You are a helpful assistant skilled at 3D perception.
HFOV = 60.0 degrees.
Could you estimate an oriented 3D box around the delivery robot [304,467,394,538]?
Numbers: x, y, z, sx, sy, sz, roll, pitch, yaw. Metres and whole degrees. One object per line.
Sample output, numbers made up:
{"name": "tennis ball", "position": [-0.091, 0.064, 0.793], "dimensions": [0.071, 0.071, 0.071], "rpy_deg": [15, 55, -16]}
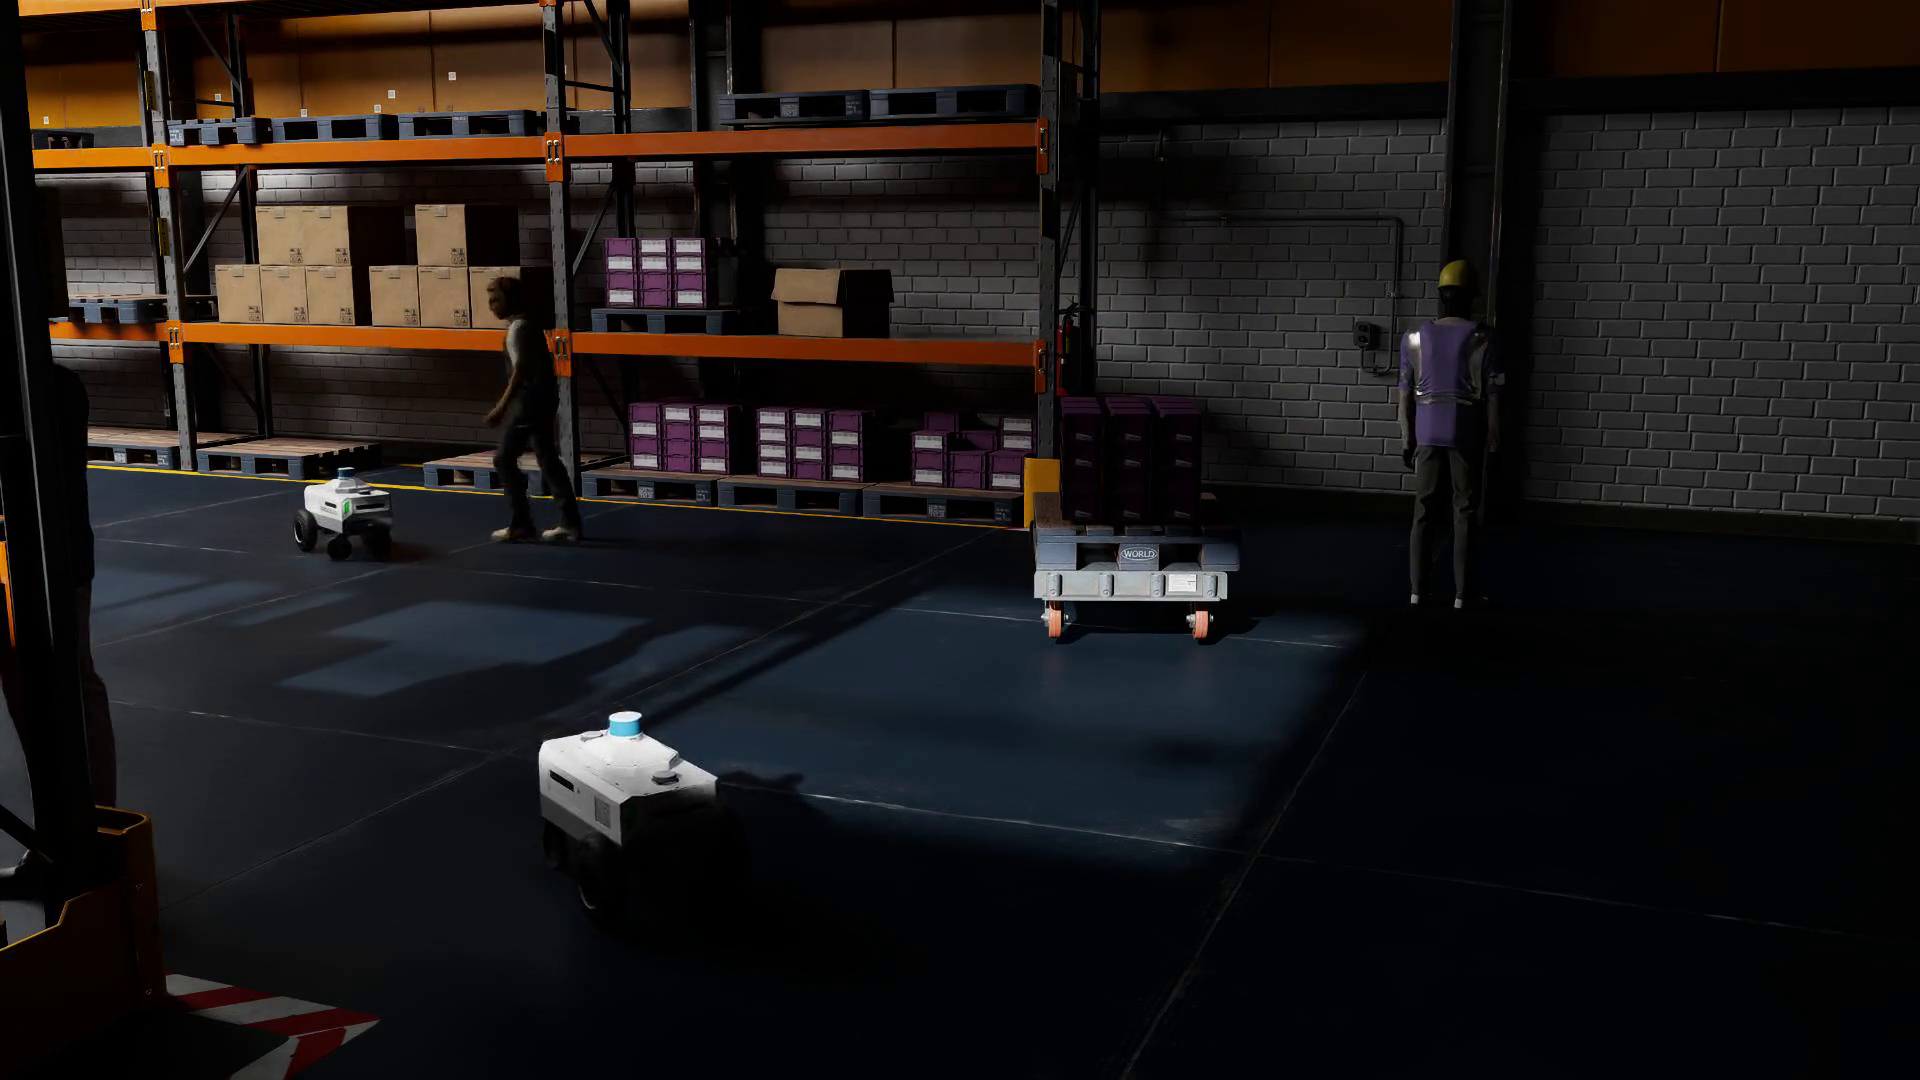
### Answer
{"name": "delivery robot", "position": [-3.979, -0.230, 10.822], "dimensions": [0.477, 0.478, 0.707], "rpy_deg": [-9, 14, -42]}

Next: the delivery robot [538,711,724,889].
{"name": "delivery robot", "position": [-1.037, 0.780, 5.195], "dimensions": [0.477, 0.478, 0.707], "rpy_deg": [-7, 13, -36]}

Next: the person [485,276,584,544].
{"name": "person", "position": [-2.883, -0.846, 11.082], "dimensions": [0.712, 1.792, 0.520], "rpy_deg": [-1, 10, -3]}

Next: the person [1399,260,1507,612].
{"name": "person", "position": [2.698, -0.565, 9.133], "dimensions": [0.586, 1.925, 0.369], "rpy_deg": [7, 12, 33]}

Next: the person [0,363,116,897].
{"name": "person", "position": [-2.914, 0.112, 5.183], "dimensions": [0.391, 1.988, 0.611], "rpy_deg": [-1, 10, -3]}
